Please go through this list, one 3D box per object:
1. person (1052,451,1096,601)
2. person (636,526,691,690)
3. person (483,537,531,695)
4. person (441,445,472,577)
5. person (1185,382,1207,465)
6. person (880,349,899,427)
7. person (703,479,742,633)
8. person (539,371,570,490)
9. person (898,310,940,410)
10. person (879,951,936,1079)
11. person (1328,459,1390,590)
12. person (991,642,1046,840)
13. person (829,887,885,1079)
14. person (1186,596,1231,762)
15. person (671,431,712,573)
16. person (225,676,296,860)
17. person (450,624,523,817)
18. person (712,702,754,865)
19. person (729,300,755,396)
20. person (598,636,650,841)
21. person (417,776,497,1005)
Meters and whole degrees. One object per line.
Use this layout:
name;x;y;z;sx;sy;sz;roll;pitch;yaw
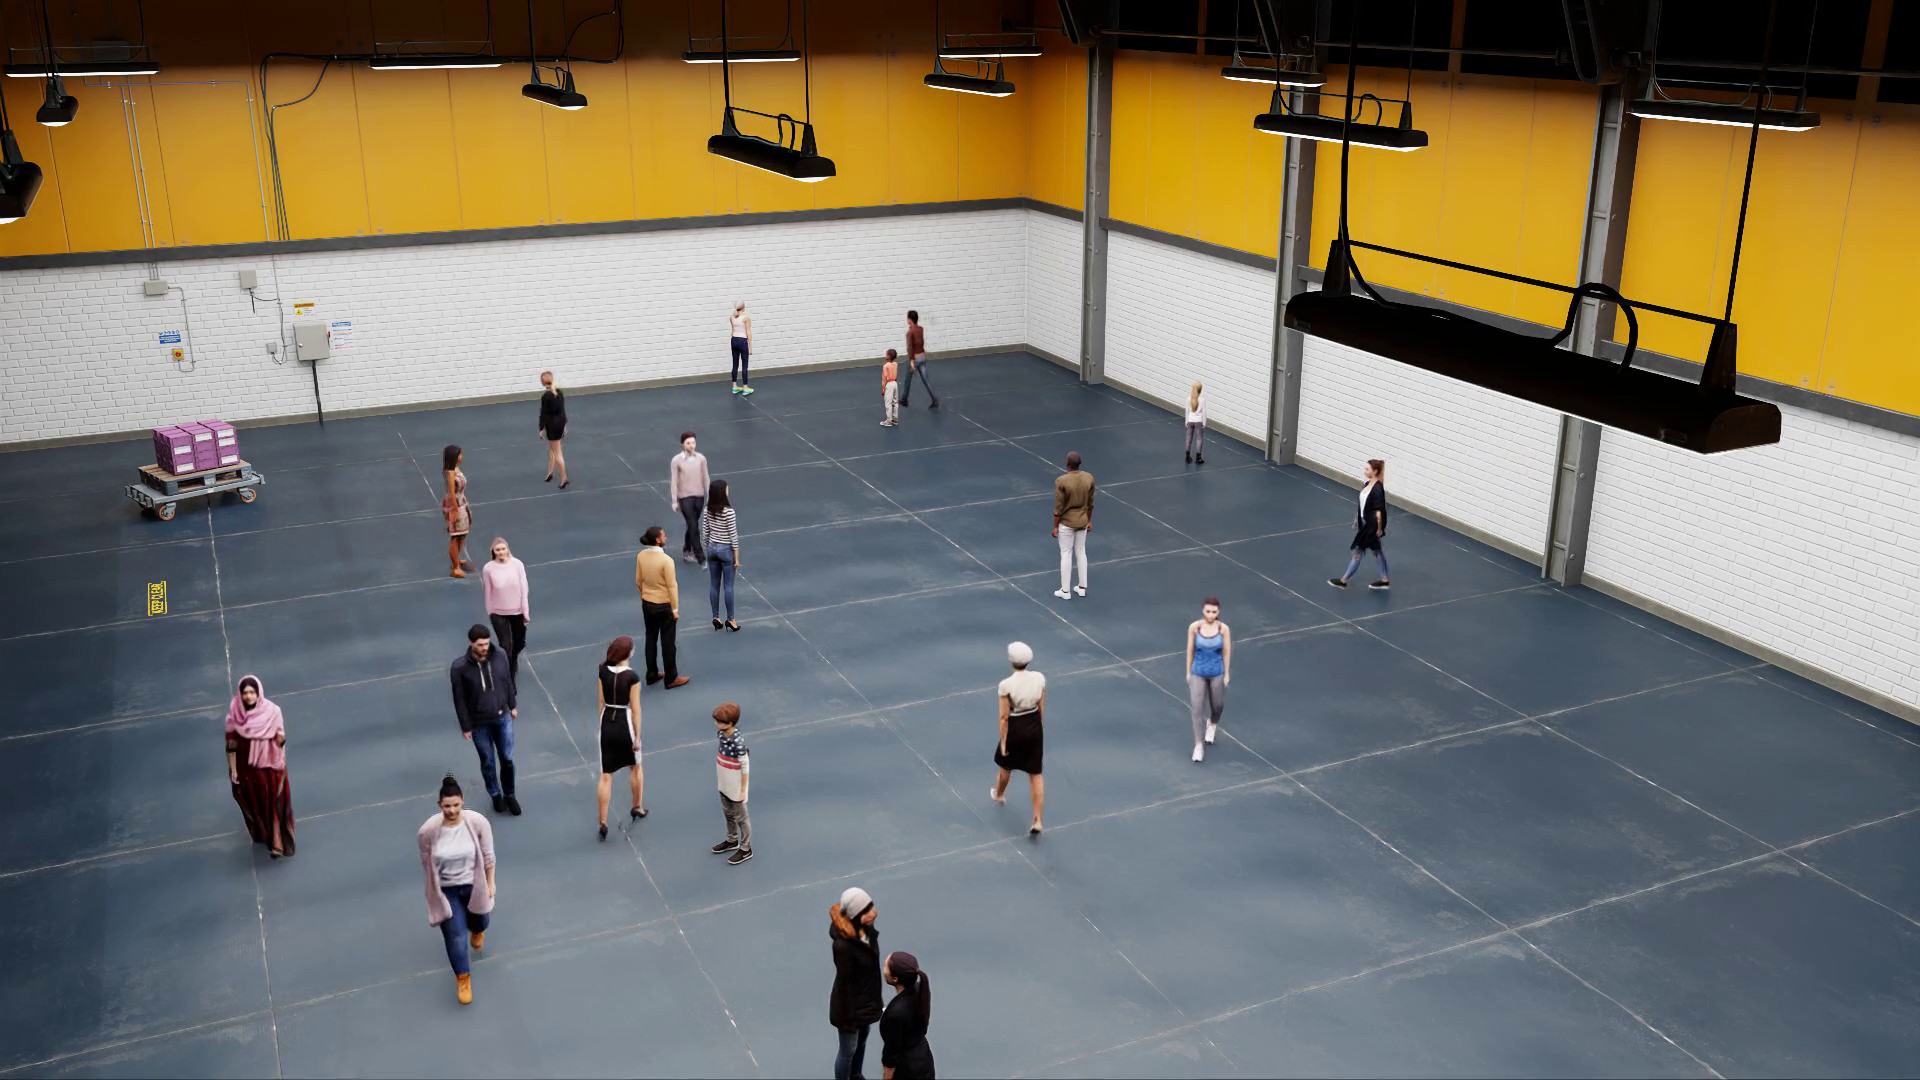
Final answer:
person;1.360;-0.188;20.015;0.723;1.825;0.551;-9;21;-25
person;-3.169;0.698;17.498;0.707;1.752;0.811;11;22;30
person;-4.753;0.749;17.484;0.606;1.665;1.000;-7;20;-21
person;-6.355;-0.364;20.856;0.821;1.622;0.599;2;19;5
person;3.634;-1.818;25.713;0.564;1.278;0.635;10;21;27
person;-1.162;-2.572;27.903;0.589;1.308;0.557;15;24;38
person;-2.722;0.178;18.974;0.622;1.795;0.712;10;21;27
person;-5.860;-1.587;24.285;0.917;1.750;0.840;9;21;25
person;-0.672;-3.062;28.690;1.282;1.735;0.990;16;24;39
person;-0.305;3.245;10.082;0.719;1.658;0.677;9;21;25
person;5.089;-0.157;20.199;0.950;1.648;1.061;-1;19;-3
person;0.585;1.767;14.396;0.695;1.706;1.107;-7;20;-19
person;-0.687;2.991;10.876;0.776;1.632;0.718;7;20;20
person;2.394;1.286;15.995;0.868;1.598;0.983;3;19;10
person;-3.423;-0.510;21.075;0.721;1.758;1.178;-11;22;-30
person;-5.997;1.896;14.182;0.664;1.599;1.020;-7;20;-21
person;-4.219;1.556;14.793;0.728;1.854;0.697;-10;21;-28
person;-1.915;2.020;14.056;0.623;1.443;0.479;-14;23;-36
person;-3.974;-3.493;30.025;0.659;1.699;0.738;9;21;26
person;-2.984;1.740;14.398;0.871;1.756;0.949;4;19;12
person;-3.679;2.489;12.238;0.768;1.714;1.082;-6;19;-17
